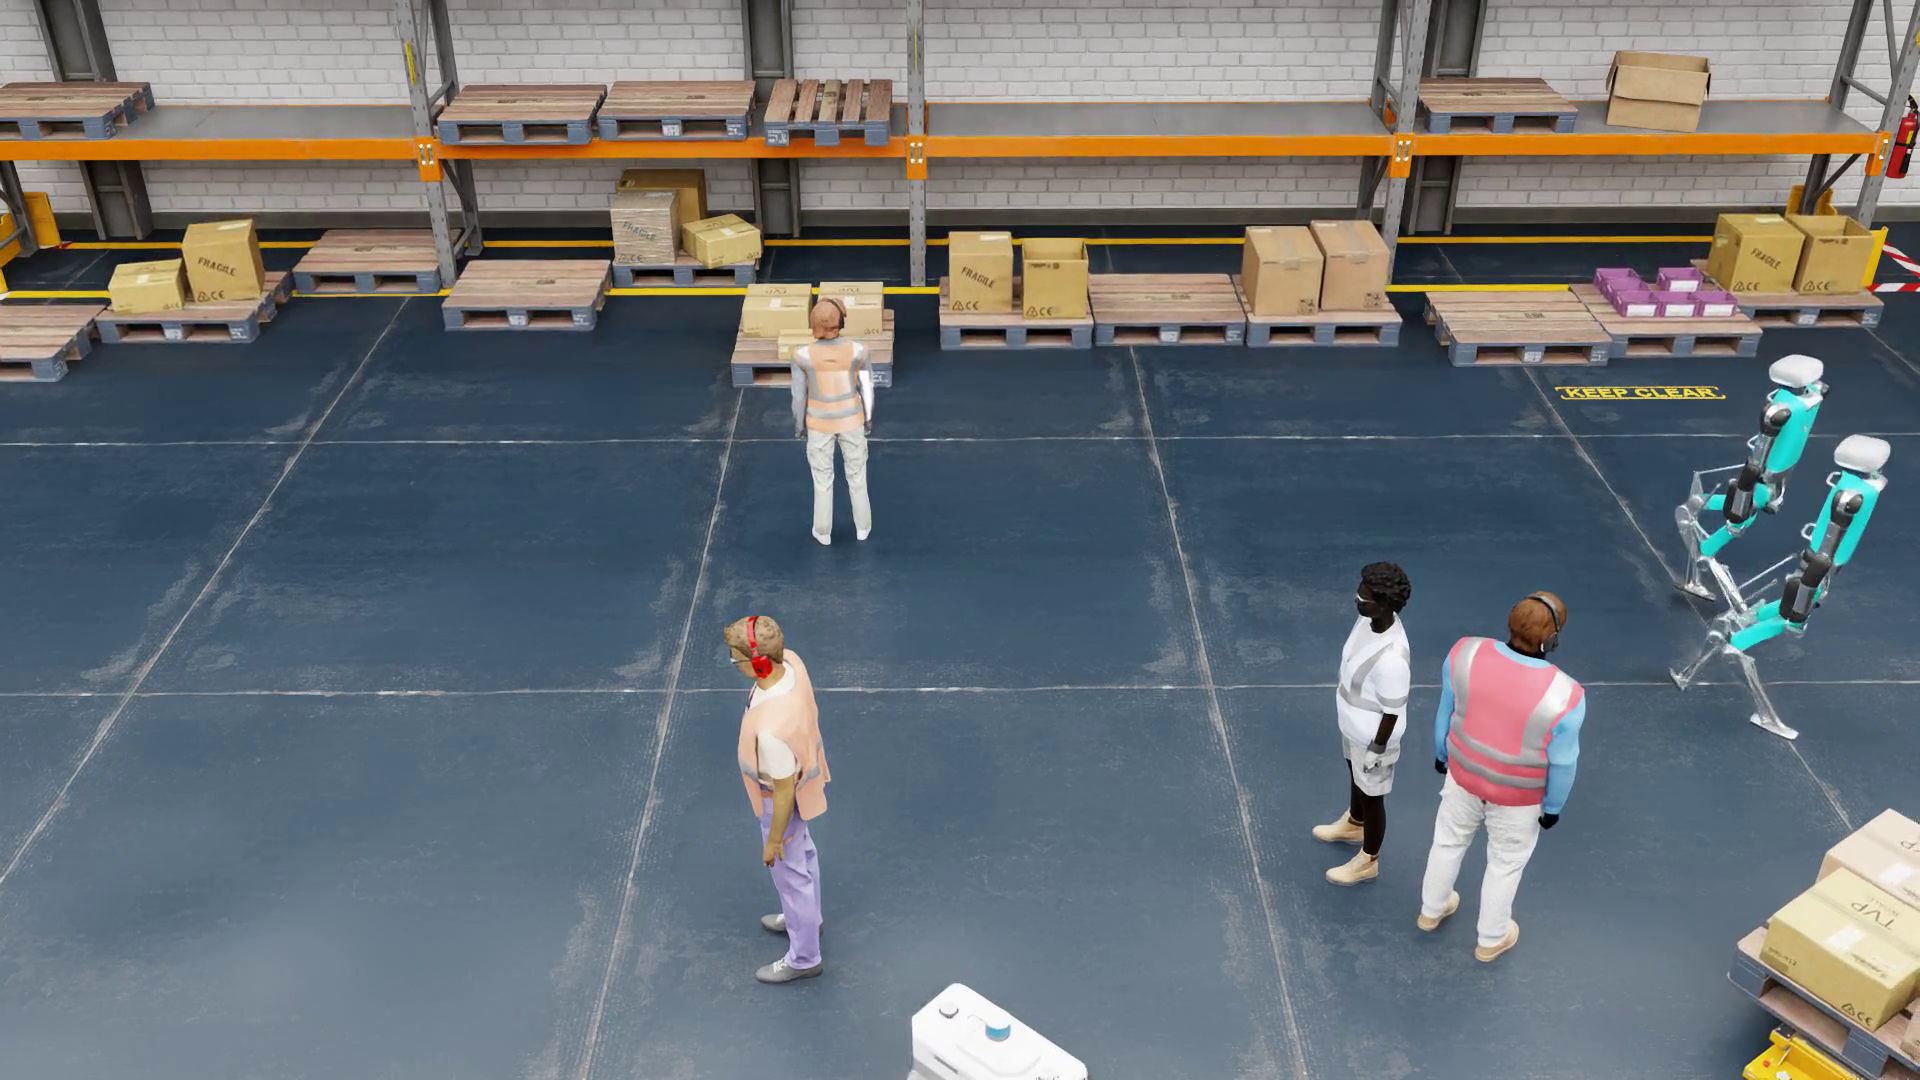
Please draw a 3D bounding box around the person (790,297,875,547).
[{"bbox_3d":[-0.774,-0.711,10.263,0.513,1.637,0.312,-5,31,-8],"label":"person"}]

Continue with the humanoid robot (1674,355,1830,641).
[{"bbox_3d":[4.399,-0.283,9.447,0.565,1.760,0.934,-22,38,-32],"label":"humanoid robot"}]

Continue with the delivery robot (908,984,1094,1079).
[{"bbox_3d":[0.163,2.121,6.602,0.781,0.595,0.499,25,39,35],"label":"delivery robot"}]

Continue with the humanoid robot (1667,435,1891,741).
[{"bbox_3d":[4.155,0.216,8.682,0.868,1.833,0.538,22,37,32],"label":"humanoid robot"}]

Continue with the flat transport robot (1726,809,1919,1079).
[{"bbox_3d":[3.995,2.077,6.953,1.431,0.231,0.659,-20,36,-30],"label":"flat transport robot"}]

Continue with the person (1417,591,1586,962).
[{"bbox_3d":[2.336,1.019,7.203,0.630,1.837,0.431,24,39,35],"label":"person"}]

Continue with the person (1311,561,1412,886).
[{"bbox_3d":[1.866,0.839,7.626,0.319,1.695,0.538,0,31,0],"label":"person"}]

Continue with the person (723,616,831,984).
[{"bbox_3d":[-0.745,1.102,7.052,0.393,1.836,0.566,0,31,0],"label":"person"}]
